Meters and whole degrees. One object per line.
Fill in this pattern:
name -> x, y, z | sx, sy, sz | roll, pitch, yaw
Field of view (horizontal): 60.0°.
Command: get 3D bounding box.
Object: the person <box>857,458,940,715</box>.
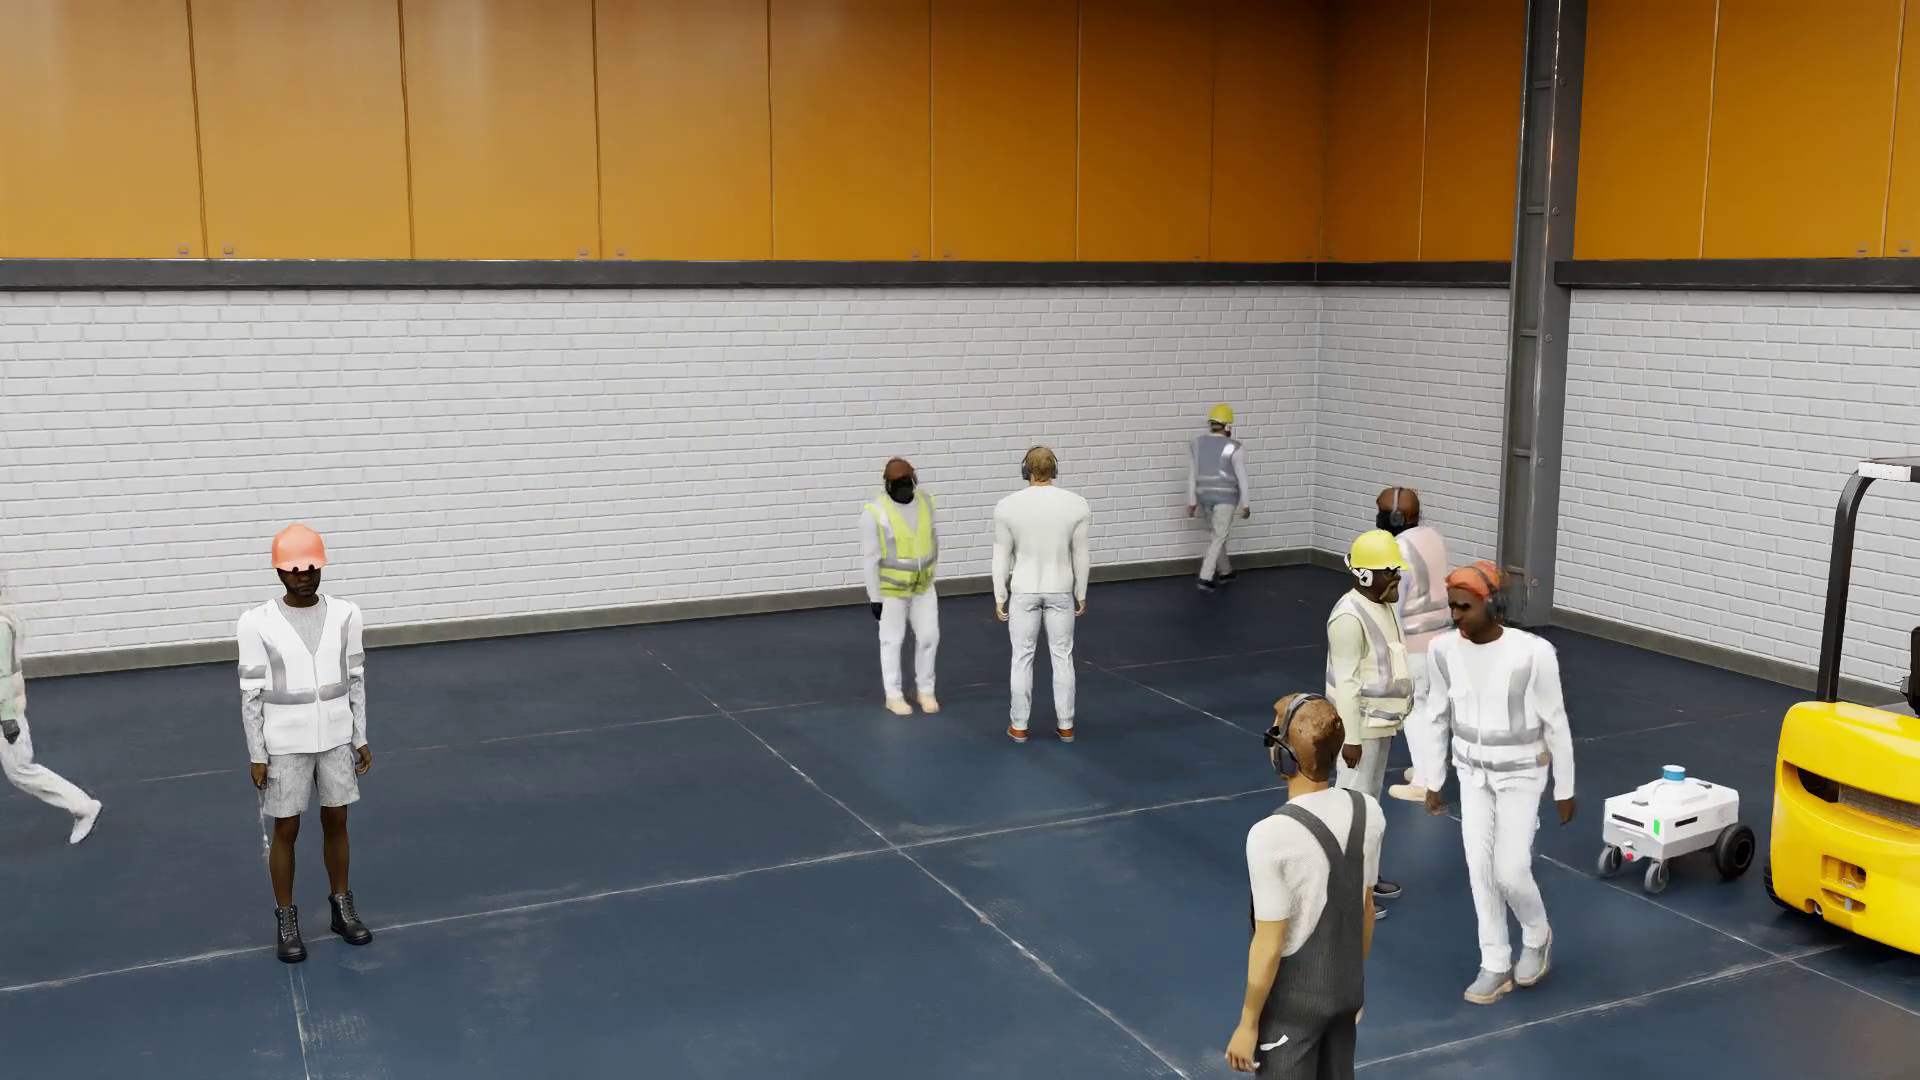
person -> -0.409, 0.327, 11.304 | 0.656, 1.800, 0.502 | -6, 11, -33

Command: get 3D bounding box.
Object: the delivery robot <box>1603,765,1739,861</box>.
delivery robot -> 3.567, 1.375, 8.341 | 0.707, 0.478, 0.477 | -6, 11, -32

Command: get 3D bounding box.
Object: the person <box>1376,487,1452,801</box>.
person -> 2.610, 0.600, 9.591 | 0.494, 1.810, 0.638 | 7, 12, 37

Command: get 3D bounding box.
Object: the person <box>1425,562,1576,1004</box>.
person -> 2.208, 1.004, 6.888 | 0.498, 1.861, 0.612 | -8, 12, -41

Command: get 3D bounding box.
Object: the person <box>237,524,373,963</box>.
person -> -2.886, 0.886, 7.392 | 0.545, 1.938, 0.362 | -8, 12, -40

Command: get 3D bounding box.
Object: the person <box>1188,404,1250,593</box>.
person -> 2.478, -0.410, 15.904 | 0.606, 1.791, 0.902 | 9, 13, 43

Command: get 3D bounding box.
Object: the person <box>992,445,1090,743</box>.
person -> 0.521, 0.352, 10.745 | 0.632, 1.933, 0.371 | 0, 9, -2

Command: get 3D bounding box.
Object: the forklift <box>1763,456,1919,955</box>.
forklift -> 4.857, 0.731, 7.561 | 2.313, 2.155, 1.214 | -4, 10, -25

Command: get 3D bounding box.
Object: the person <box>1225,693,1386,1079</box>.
person -> 0.991, 1.344, 4.833 | 0.504, 1.847, 0.344 | -7, 11, -36

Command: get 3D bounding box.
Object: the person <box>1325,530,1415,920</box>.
person -> 1.945, 0.856, 7.900 | 0.404, 1.832, 0.596 | 5, 10, 29

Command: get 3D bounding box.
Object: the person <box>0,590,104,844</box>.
person -> -4.905, 0.865, 8.562 | 0.521, 1.607, 0.775 | 8, 12, 39
